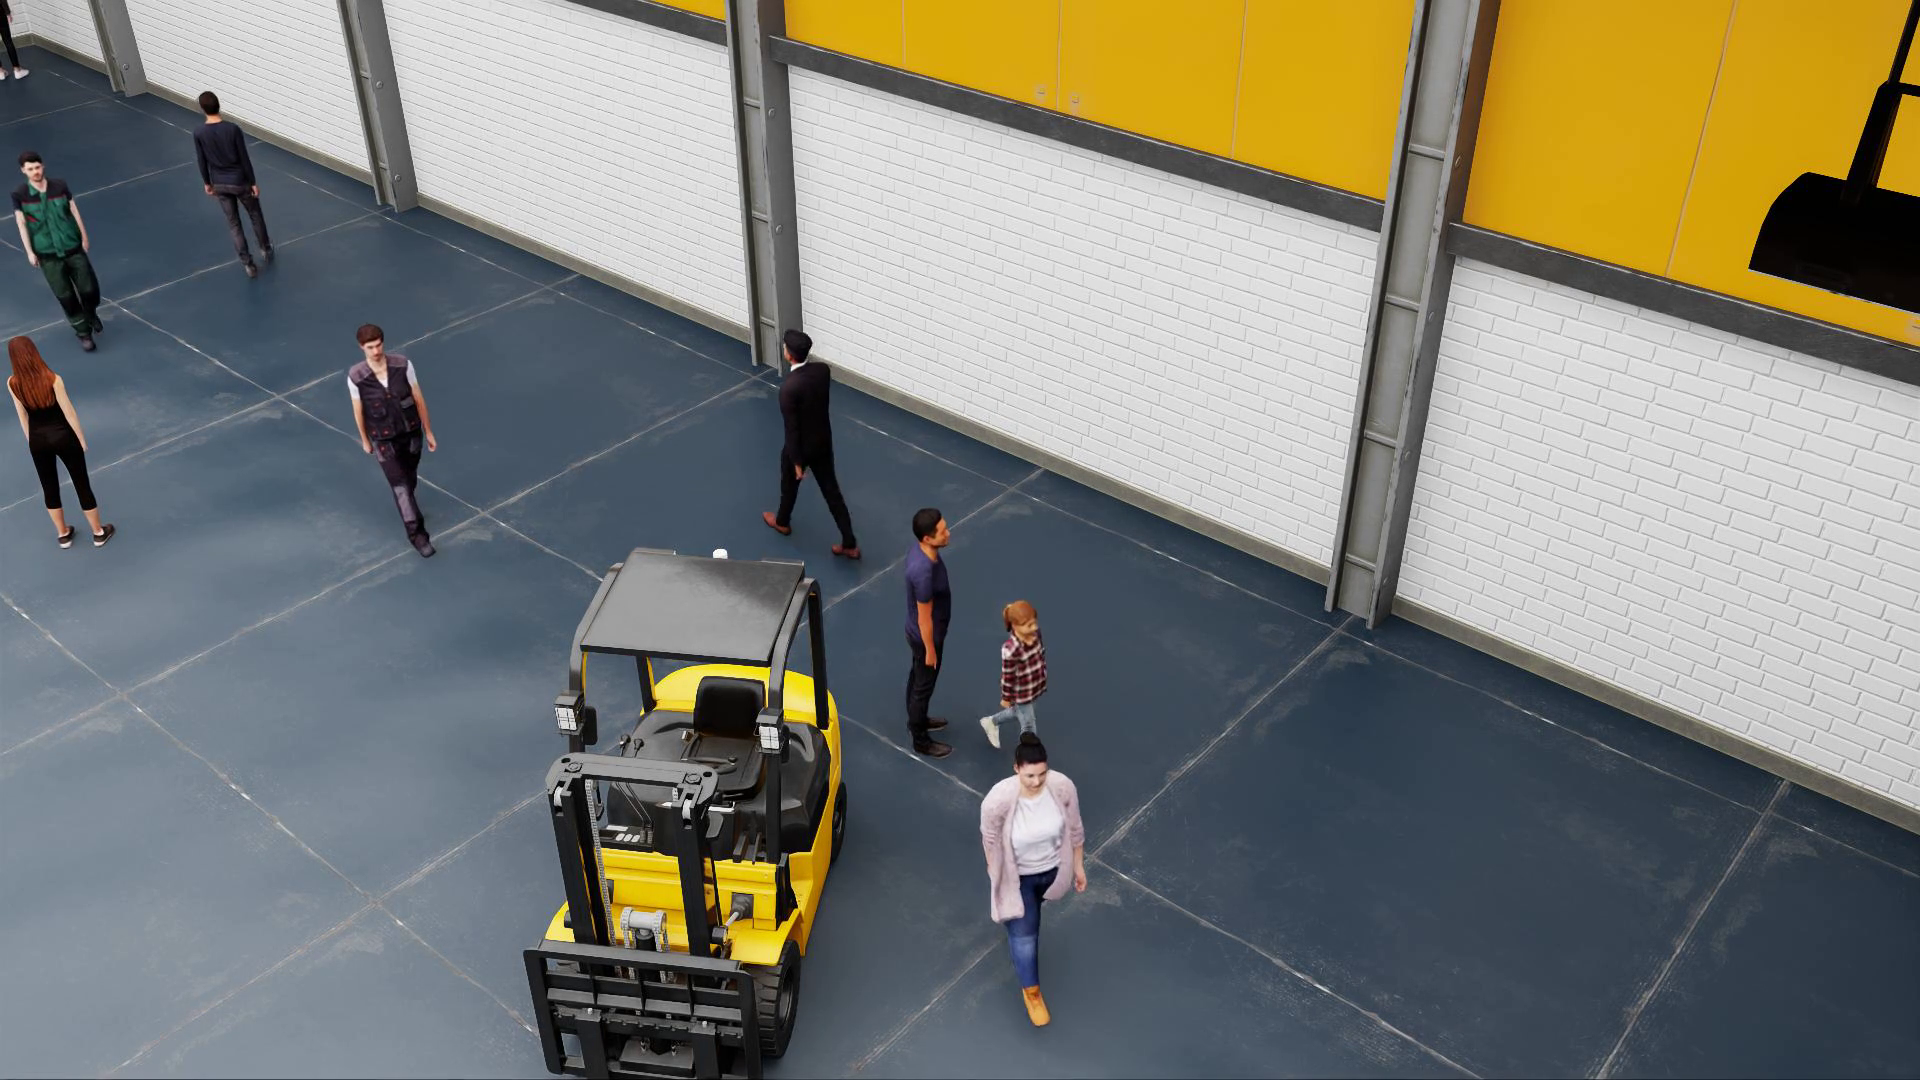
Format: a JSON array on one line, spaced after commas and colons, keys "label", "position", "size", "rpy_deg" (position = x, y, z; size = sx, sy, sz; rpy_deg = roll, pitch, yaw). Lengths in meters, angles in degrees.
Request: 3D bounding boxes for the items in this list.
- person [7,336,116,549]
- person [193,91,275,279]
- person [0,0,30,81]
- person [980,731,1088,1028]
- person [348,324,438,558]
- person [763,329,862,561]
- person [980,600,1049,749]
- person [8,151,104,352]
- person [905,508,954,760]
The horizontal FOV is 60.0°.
[{"label": "person", "position": [-6.814, -0.730, 12.489], "size": [0.644, 1.722, 0.700], "rpy_deg": [-3, 34, -5]}, {"label": "person", "position": [-7.242, -3.496, 16.536], "size": [0.956, 1.850, 1.063], "rpy_deg": [-8, 35, -12]}, {"label": "person", "position": [-12.710, -6.914, 21.811], "size": [0.664, 1.703, 0.729], "rpy_deg": [-2, 34, -3]}, {"label": "person", "position": [0.357, 1.671, 8.896], "size": [1.027, 1.701, 1.196], "rpy_deg": [-11, 35, -16]}, {"label": "person", "position": [-4.283, -0.824, 12.570], "size": [0.847, 1.790, 1.280], "rpy_deg": [-22, 40, -30]}, {"label": "person", "position": [-1.041, -0.666, 12.293], "size": [1.230, 1.834, 0.725], "rpy_deg": [26, 42, 34]}, {"label": "person", "position": [0.349, 0.892, 10.439], "size": [0.857, 1.290, 0.563], "rpy_deg": [22, 39, 29]}, {"label": "person", "position": [-8.289, -2.683, 15.278], "size": [0.804, 1.888, 0.891], "rpy_deg": [-20, 39, -27]}, {"label": "person", "position": [-0.218, 0.563, 10.481], "size": [0.759, 1.793, 0.719], "rpy_deg": [0, 34, 0]}]
